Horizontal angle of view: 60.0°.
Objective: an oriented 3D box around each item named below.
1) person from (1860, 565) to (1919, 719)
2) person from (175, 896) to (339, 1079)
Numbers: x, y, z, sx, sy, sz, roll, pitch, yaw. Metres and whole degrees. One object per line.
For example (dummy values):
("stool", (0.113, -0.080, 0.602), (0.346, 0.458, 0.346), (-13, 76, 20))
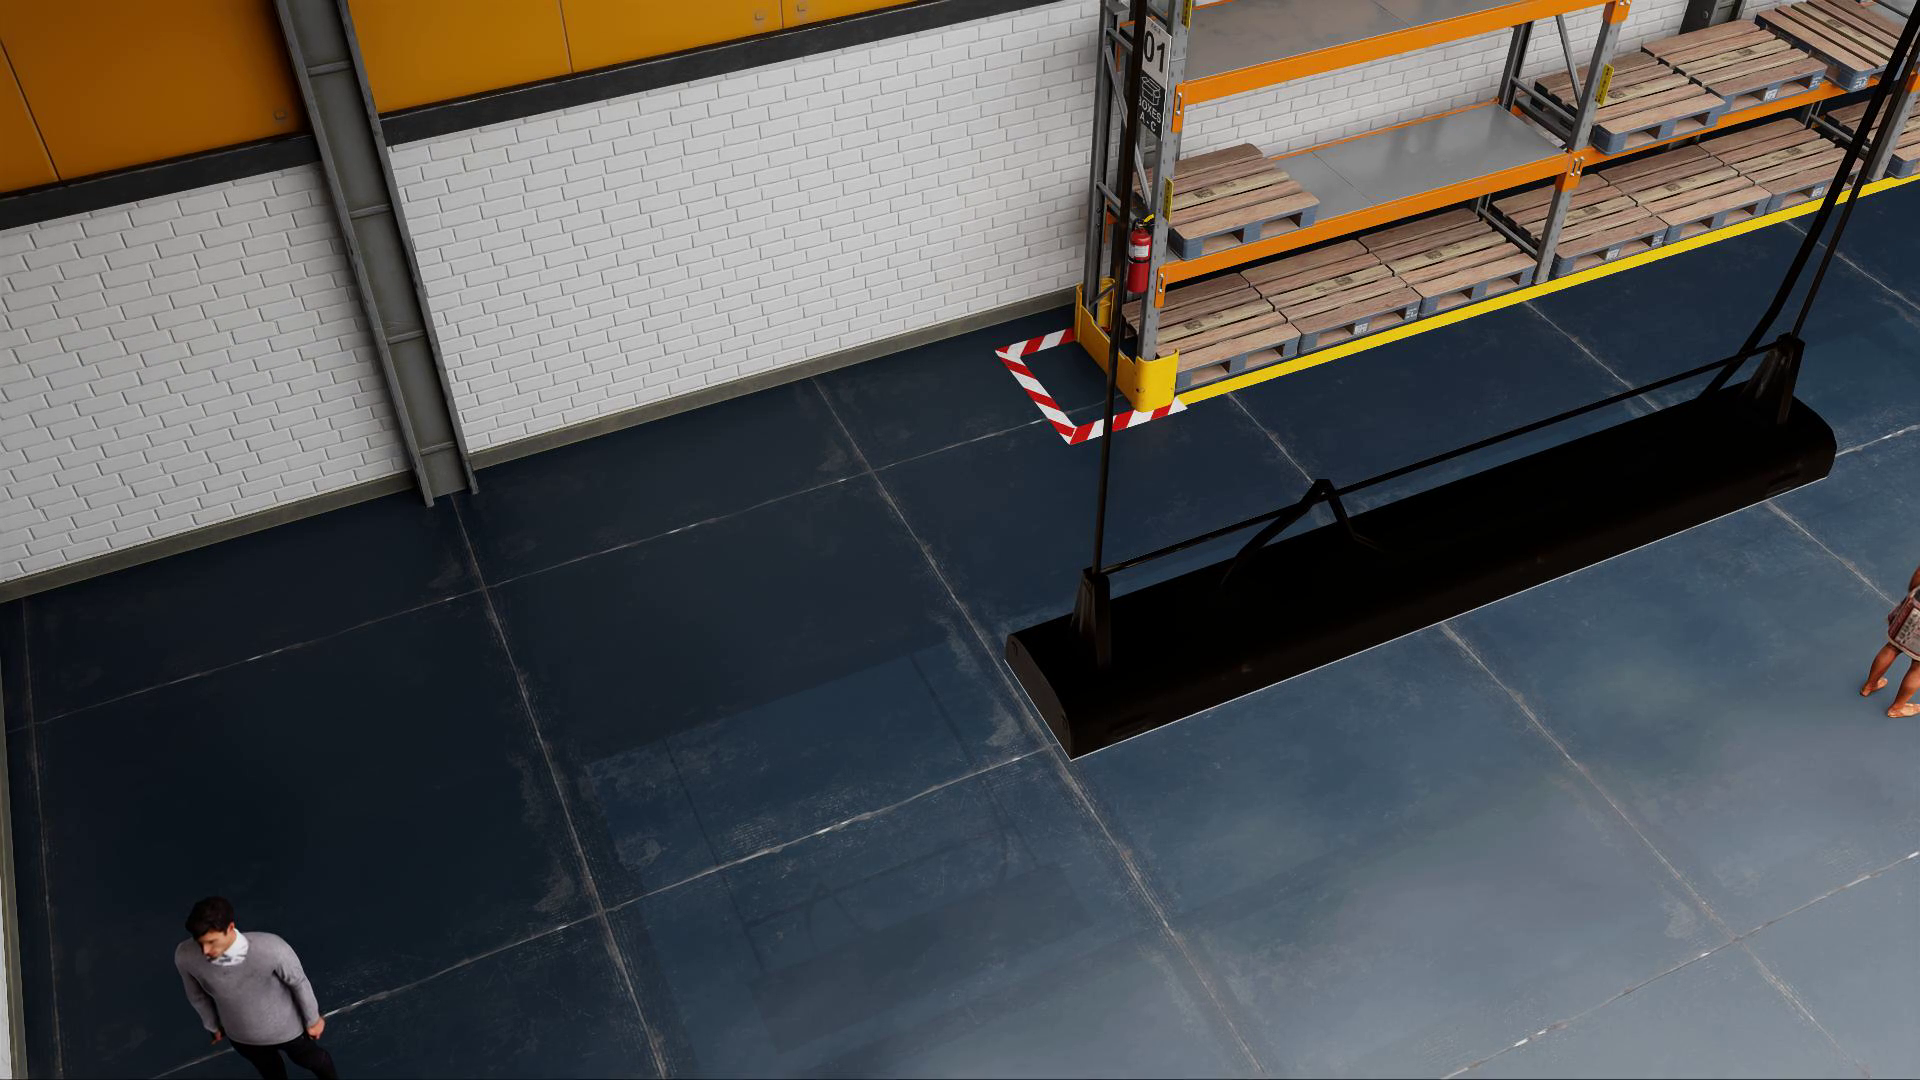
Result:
("person", (6.175, 0.469, 10.556), (0.522, 1.645, 0.653), (-20, 47, -19))
("person", (-3.489, 2.383, 8.345), (0.723, 1.922, 0.883), (-2, 44, -2))
